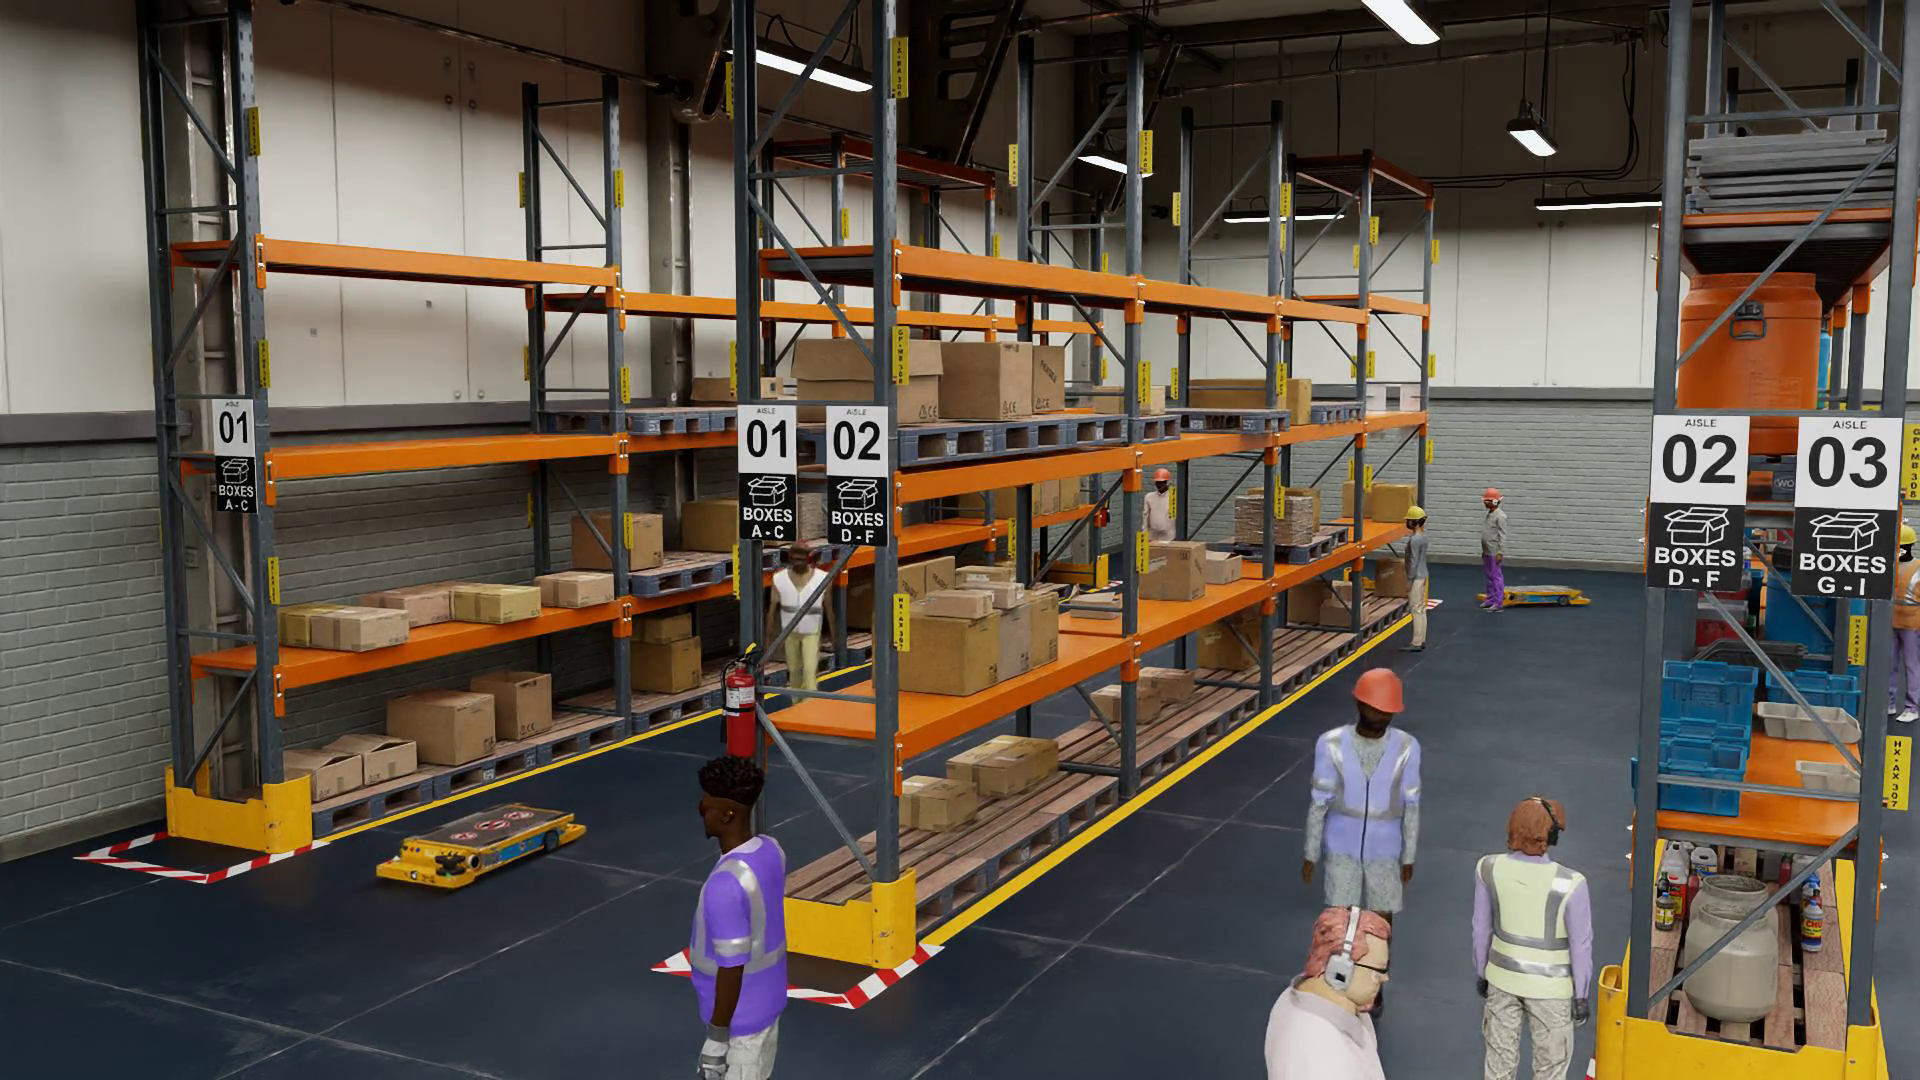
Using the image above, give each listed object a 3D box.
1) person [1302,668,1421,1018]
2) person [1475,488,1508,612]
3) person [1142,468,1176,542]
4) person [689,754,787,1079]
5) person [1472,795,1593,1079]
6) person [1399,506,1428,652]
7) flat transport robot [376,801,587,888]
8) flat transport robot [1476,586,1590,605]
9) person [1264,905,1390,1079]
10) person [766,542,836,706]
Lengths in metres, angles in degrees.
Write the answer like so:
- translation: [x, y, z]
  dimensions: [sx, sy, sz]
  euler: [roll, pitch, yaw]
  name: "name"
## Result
- translation: [2.069, 1.596, 8.600]
  dimensions: [0.604, 1.915, 0.402]
  euler: [1, 6, 11]
  name: "person"
- translation: [7.511, 0.139, 23.516]
  dimensions: [0.342, 1.749, 0.572]
  euler: [-1, 6, -6]
  name: "person"
- translation: [2.924, -0.043, 24.119]
  dimensions: [0.608, 1.996, 0.380]
  euler: [3, 6, 25]
  name: "person"
- translation: [-0.856, 1.794, 6.403]
  dimensions: [0.364, 1.965, 0.610]
  euler: [1, 6, 9]
  name: "person"
- translation: [2.405, 1.892, 7.012]
  dimensions: [0.512, 1.642, 0.312]
  euler: [6, 8, 43]
  name: "person"
- translation: [5.521, 0.474, 20.206]
  dimensions: [0.310, 1.768, 0.533]
  euler: [3, 7, 28]
  name: "person"
- translation: [-3.304, 2.100, 11.585]
  dimensions: [0.652, 0.197, 1.431]
  euler: [3, 6, 24]
  name: "flat transport robot"
- translation: [8.338, 0.802, 24.204]
  dimensions: [1.431, 0.197, 0.652]
  euler: [-1, 6, -5]
  name: "flat transport robot"
- translation: [1.086, 1.991, 4.813]
  dimensions: [0.404, 1.902, 0.636]
  euler: [0, 6, 4]
  name: "person"
- translation: [-1.521, 0.918, 15.753]
  dimensions: [0.616, 1.785, 0.988]
  euler: [0, 6, 5]
  name: "person"
